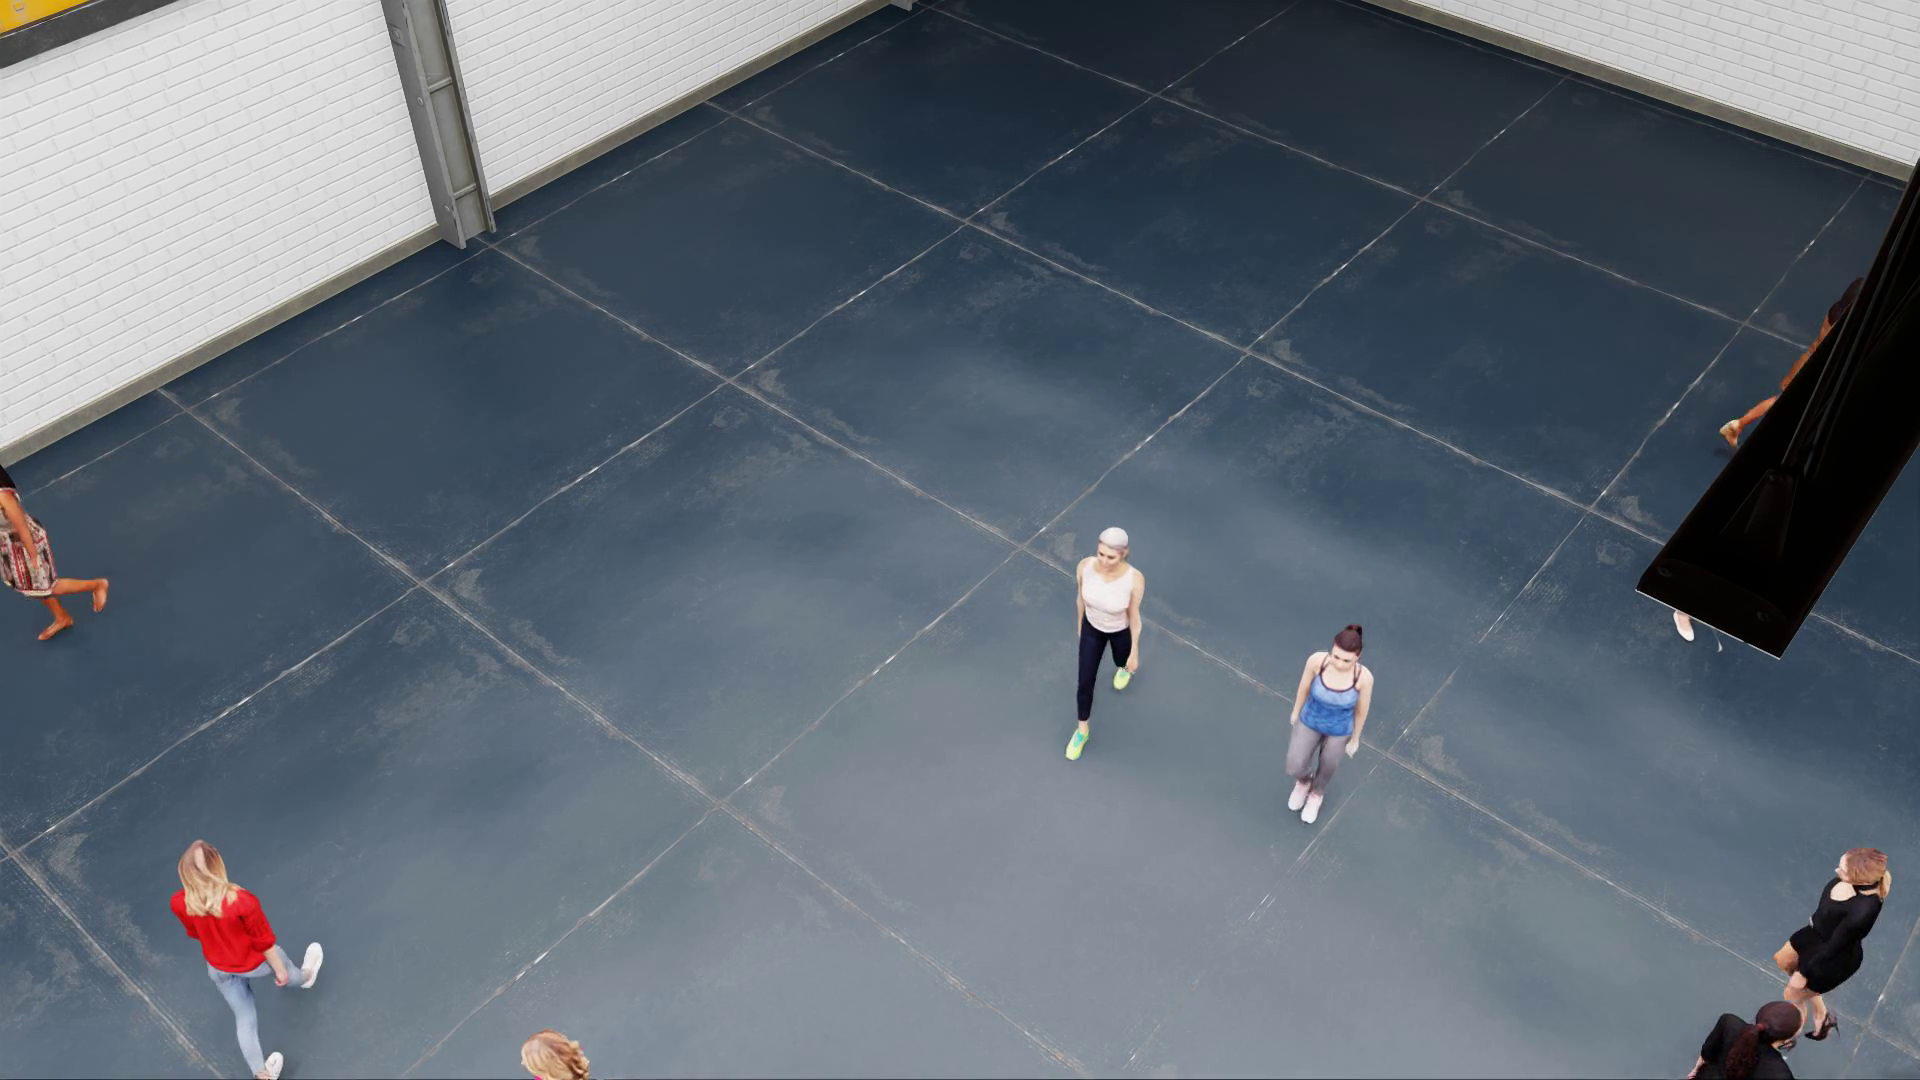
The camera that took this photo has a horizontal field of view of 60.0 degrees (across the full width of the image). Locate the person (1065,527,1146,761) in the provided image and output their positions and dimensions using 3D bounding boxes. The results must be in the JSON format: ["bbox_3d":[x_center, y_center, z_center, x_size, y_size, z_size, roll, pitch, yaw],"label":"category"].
[{"bbox_3d":[0.956,0.519,10.251,0.832,1.662,1.216,17,46,17],"label":"person"}]

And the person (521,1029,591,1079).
[{"bbox_3d":[-1.688,2.763,7.858,0.763,1.713,0.698,-13,45,-13],"label":"person"}]

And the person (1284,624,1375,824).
[{"bbox_3d":[2.170,1.039,9.751,0.642,1.599,0.650,19,47,18],"label":"person"}]

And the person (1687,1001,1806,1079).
[{"bbox_3d":[3.590,2.728,7.950,1.100,1.637,0.914,-15,46,-15],"label":"person"}]

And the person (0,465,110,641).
[{"bbox_3d":[-6.027,-0.023,10.840,0.658,1.635,0.753,29,51,27],"label":"person"}]

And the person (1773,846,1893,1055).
[{"bbox_3d":[4.487,2.143,8.485,0.782,1.746,0.726,17,46,17],"label":"person"}]

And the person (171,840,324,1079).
[{"bbox_3d":[-3.677,2.217,8.475,1.074,1.653,1.178,0,44,0],"label":"person"}]

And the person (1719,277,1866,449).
[{"bbox_3d":[6.138,-1.206,12.066,1.003,1.656,1.043,3,44,3],"label":"person"}]
